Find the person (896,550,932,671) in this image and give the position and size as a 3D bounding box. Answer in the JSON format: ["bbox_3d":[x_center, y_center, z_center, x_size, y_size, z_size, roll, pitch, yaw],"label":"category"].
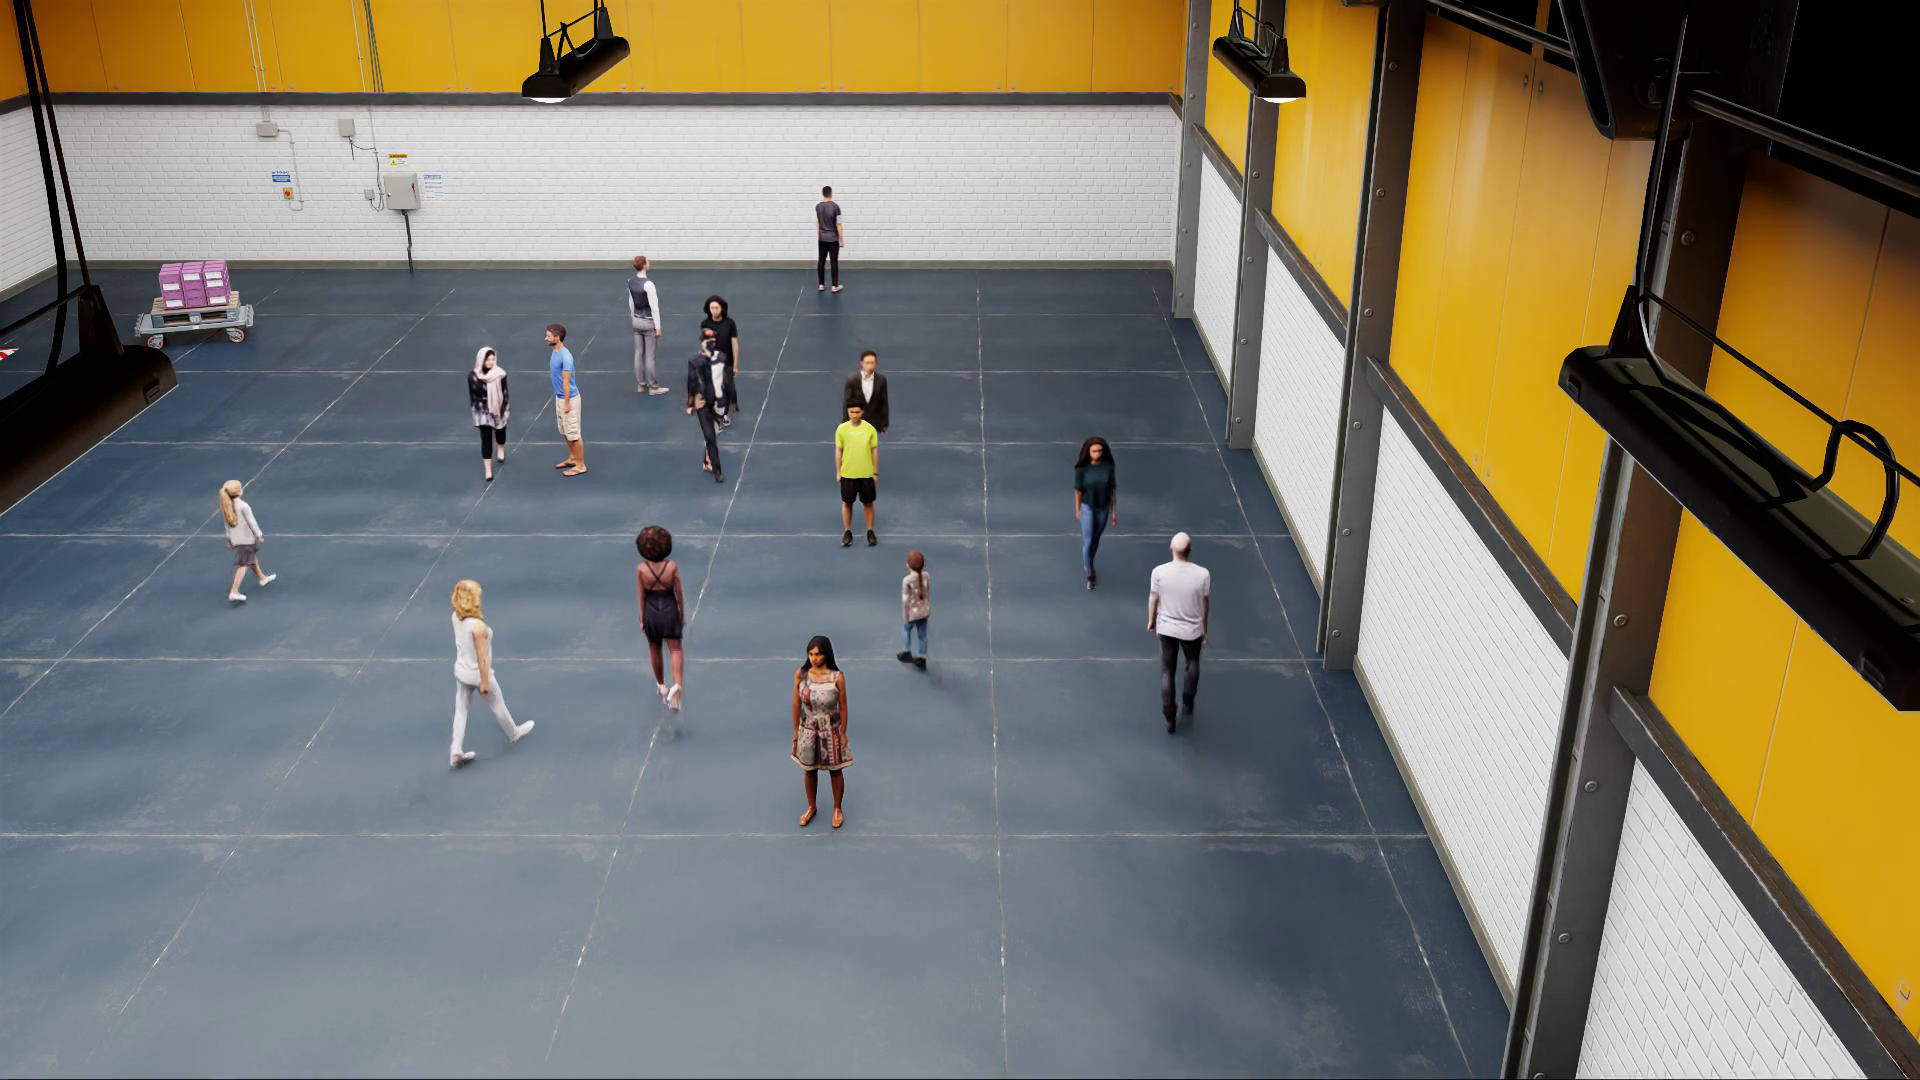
[{"bbox_3d":[-0.381,0.674,15.586,0.604,1.184,0.673,-12,26,-25],"label":"person"}]

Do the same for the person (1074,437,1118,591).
[{"bbox_3d":[1.396,-0.351,17.421,0.670,1.591,0.917,-4,24,-9],"label":"person"}]

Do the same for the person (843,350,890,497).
[{"bbox_3d":[-1.137,-1.397,19.571,0.770,1.787,0.719,-5,24,-11],"label":"person"}]

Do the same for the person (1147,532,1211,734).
[{"bbox_3d":[1.898,0.832,14.438,0.765,1.814,0.894,3,24,7],"label":"person"}]

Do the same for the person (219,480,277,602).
[{"bbox_3d":[-7.370,0.017,17.004,0.771,1.252,0.967,12,26,25],"label":"person"}]

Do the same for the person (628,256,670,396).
[{"bbox_3d":[-4.366,-2.992,23.032,0.742,1.938,0.775,18,29,35],"label":"person"}]

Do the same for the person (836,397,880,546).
[{"bbox_3d":[-1.129,-0.768,18.234,0.616,1.705,0.519,-1,24,-2],"label":"person"}]

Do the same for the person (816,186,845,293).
[{"bbox_3d":[-2.216,-5.074,28.013,0.695,1.762,0.663,10,26,22],"label":"person"}]

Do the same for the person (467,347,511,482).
[{"bbox_3d":[-5.702,-1.585,20.250,0.834,1.587,1.147,-7,24,-15],"label":"person"}]

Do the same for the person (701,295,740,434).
[{"bbox_3d":[-3.111,-2.346,21.724,0.729,1.802,1.056,-4,24,-9],"label":"person"}]

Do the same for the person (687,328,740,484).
[{"bbox_3d":[-3.055,-1.657,20.076,1.074,1.859,1.195,-15,28,-31],"label":"person"}]

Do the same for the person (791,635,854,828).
[{"bbox_3d":[-1.091,1.494,13.133,0.682,1.645,0.577,4,24,8],"label":"person"}]

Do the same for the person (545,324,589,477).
[{"bbox_3d":[-4.787,-1.733,20.247,0.789,1.862,0.677,-14,27,-28],"label":"person"}]

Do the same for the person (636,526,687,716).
[{"bbox_3d":[-2.628,0.750,14.678,0.670,1.772,0.992,-4,24,-10],"label":"person"}]

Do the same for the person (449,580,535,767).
[{"bbox_3d":[-4.155,1.140,13.963,1.012,1.630,1.131,18,29,35],"label":"person"}]
